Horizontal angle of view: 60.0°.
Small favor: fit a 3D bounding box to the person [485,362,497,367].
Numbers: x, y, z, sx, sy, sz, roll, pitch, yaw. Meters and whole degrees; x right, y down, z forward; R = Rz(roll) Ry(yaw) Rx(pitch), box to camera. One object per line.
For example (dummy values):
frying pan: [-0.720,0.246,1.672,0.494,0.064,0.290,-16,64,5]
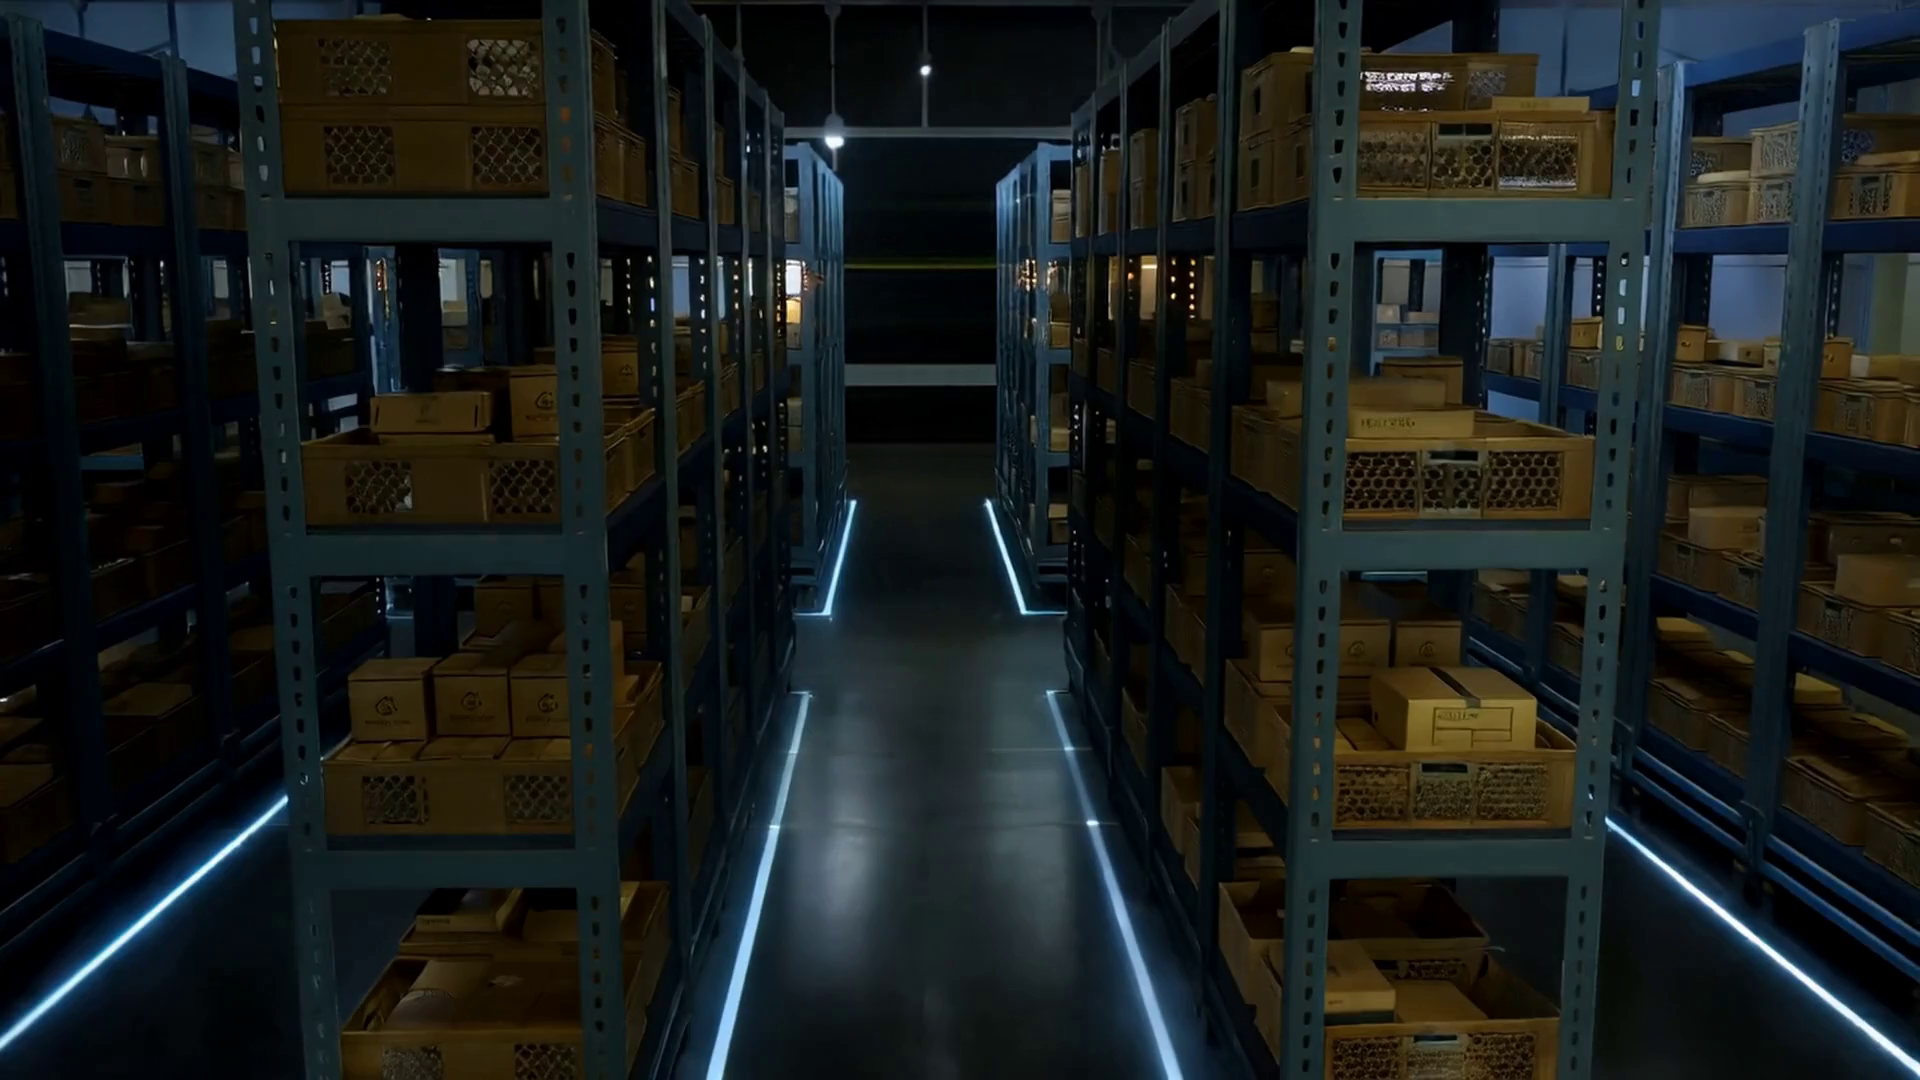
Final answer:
person: [-5.973,-1.623,20.715,0.532,1.811,0.633,-2,10,-13]
